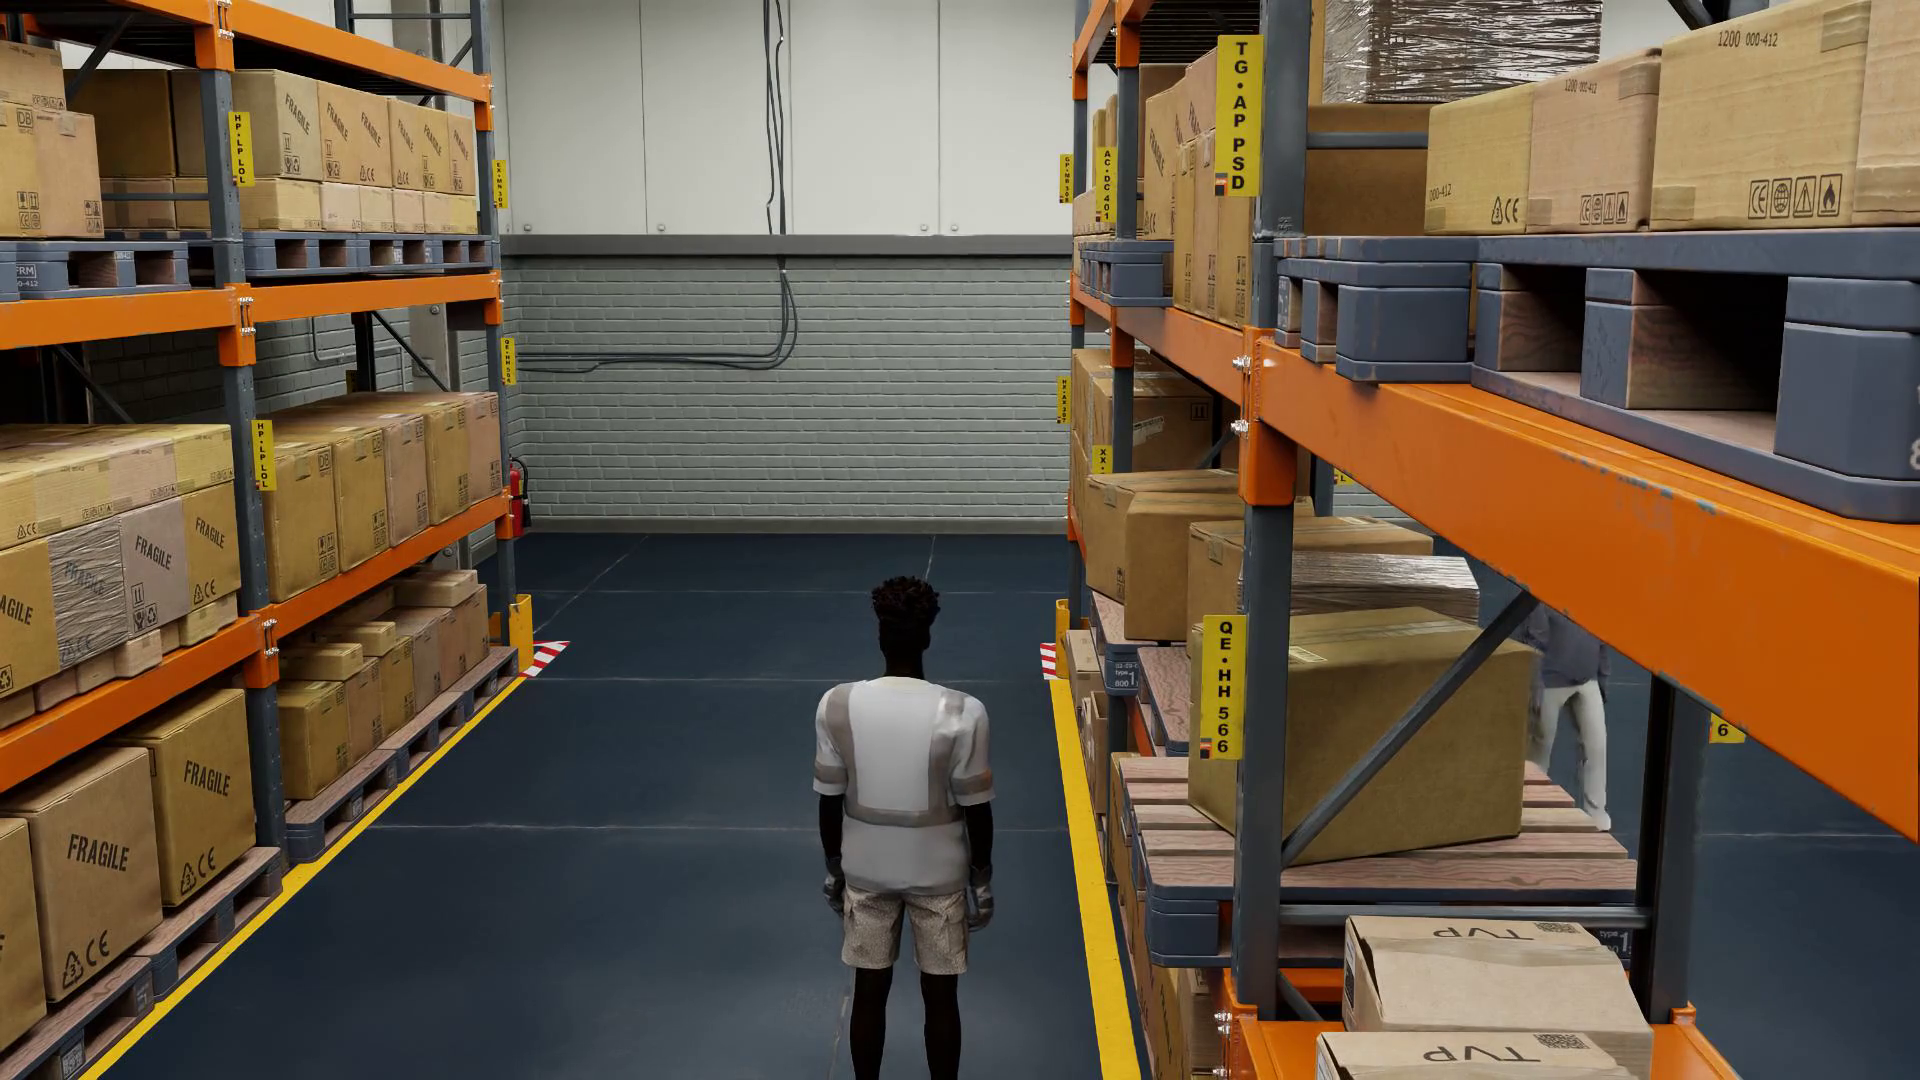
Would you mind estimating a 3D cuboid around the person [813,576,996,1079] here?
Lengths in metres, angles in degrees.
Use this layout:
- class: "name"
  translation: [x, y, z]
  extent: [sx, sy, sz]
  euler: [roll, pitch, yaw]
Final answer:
- class: "person"
  translation: [-0.173, 1.084, 5.522]
  extent: [0.611, 1.966, 0.362]
  euler: [2, 10, 14]

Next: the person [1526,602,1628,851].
- class: "person"
  translation: [3.096, 0.764, 8.315]
  extent: [0.530, 1.603, 0.739]
  euler: [-2, 10, -12]
